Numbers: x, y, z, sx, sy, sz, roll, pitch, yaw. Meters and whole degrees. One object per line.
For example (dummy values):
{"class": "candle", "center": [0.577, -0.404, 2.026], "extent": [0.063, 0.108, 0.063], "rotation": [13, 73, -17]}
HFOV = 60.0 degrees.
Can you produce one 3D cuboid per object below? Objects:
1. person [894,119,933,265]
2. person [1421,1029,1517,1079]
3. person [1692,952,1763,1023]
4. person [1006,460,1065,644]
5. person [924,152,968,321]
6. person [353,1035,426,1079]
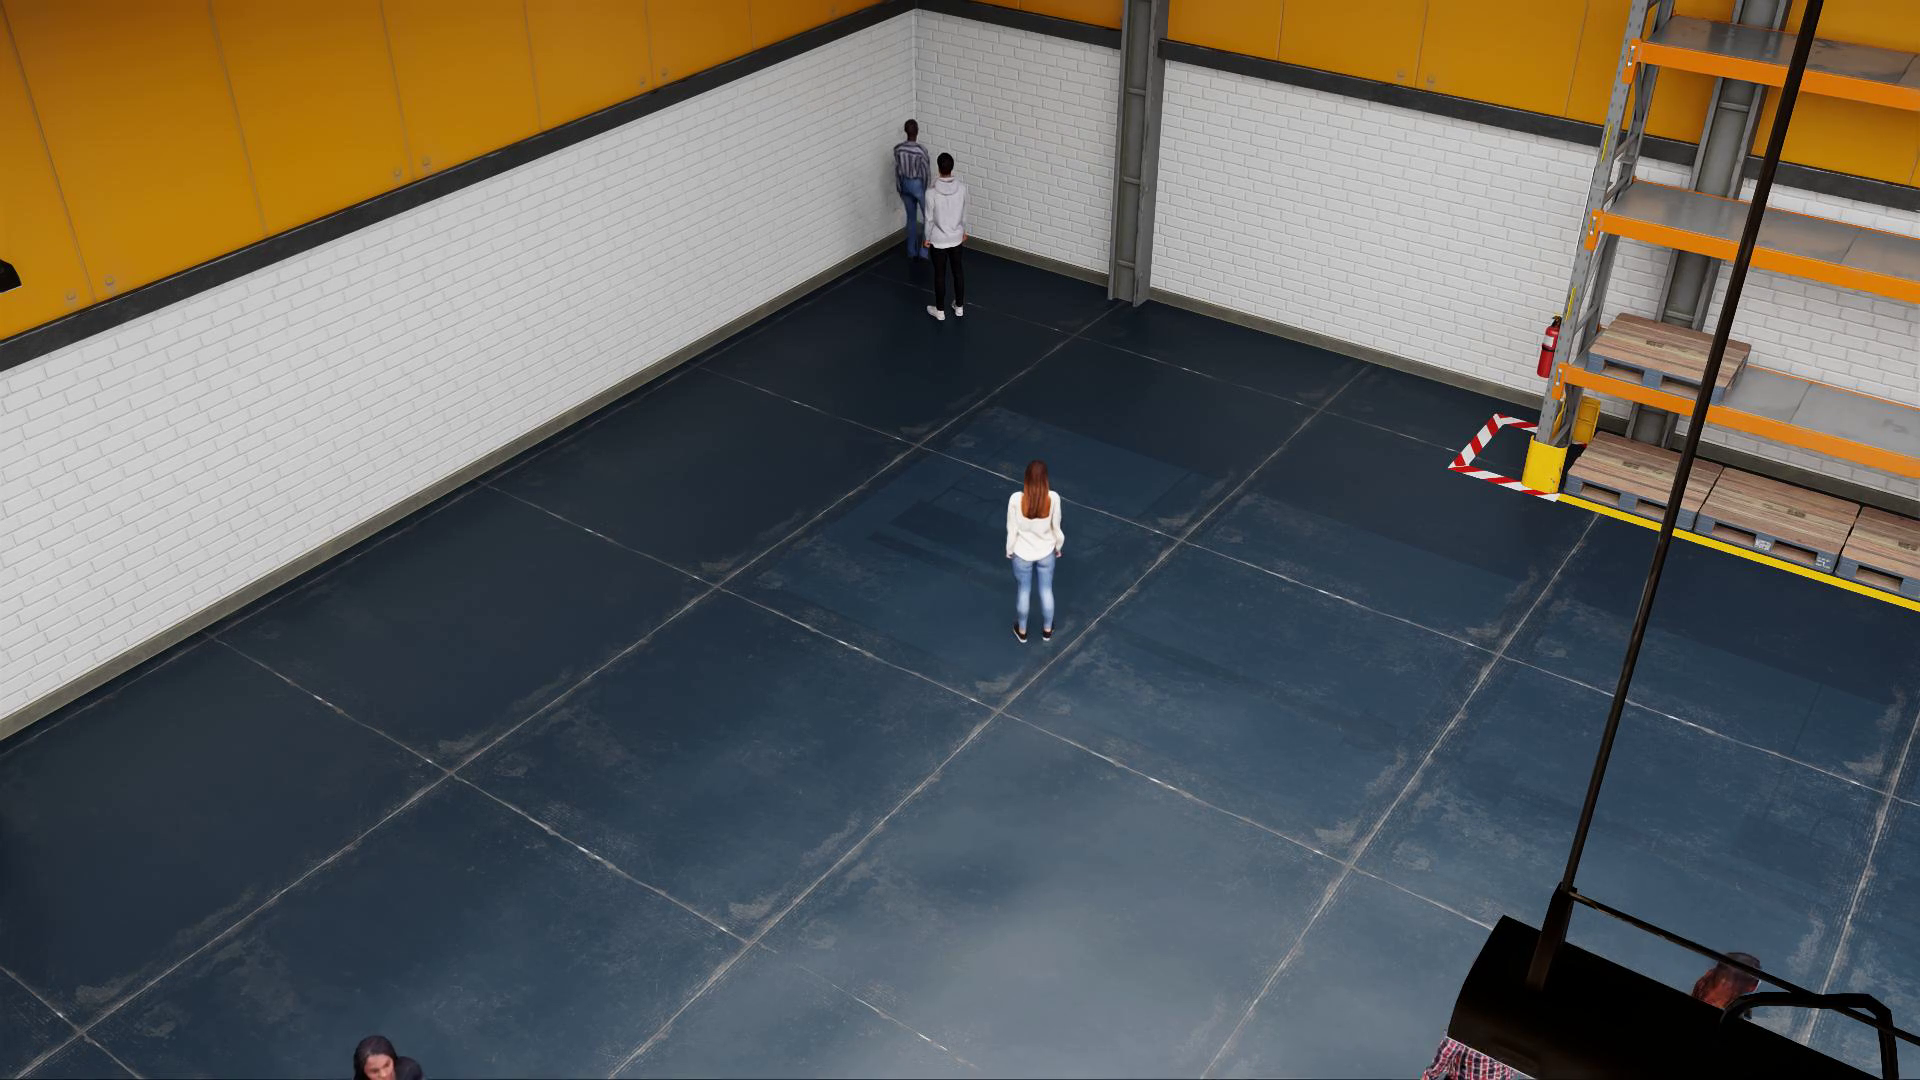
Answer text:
{"class": "person", "center": [-0.566, -4.120, 19.862], "extent": [0.549, 1.787, 0.763], "rotation": [17, 37, 24]}
{"class": "person", "center": [2.915, 2.980, 9.214], "extent": [0.838, 1.749, 0.838], "rotation": [-17, 37, -24]}
{"class": "person", "center": [4.115, 2.923, 9.444], "extent": [1.213, 1.590, 0.947], "rotation": [7, 34, 11]}
{"class": "person", "center": [0.608, 0.093, 13.610], "extent": [0.687, 1.691, 0.770], "rotation": [-2, 34, -3]}
{"class": "person", "center": [-0.144, -3.409, 18.664], "extent": [0.777, 1.931, 0.780], "rotation": [-15, 36, -21]}
{"class": "person", "center": [-3.055, 3.196, 8.925], "extent": [0.667, 1.711, 0.633], "rotation": [27, 42, 34]}
